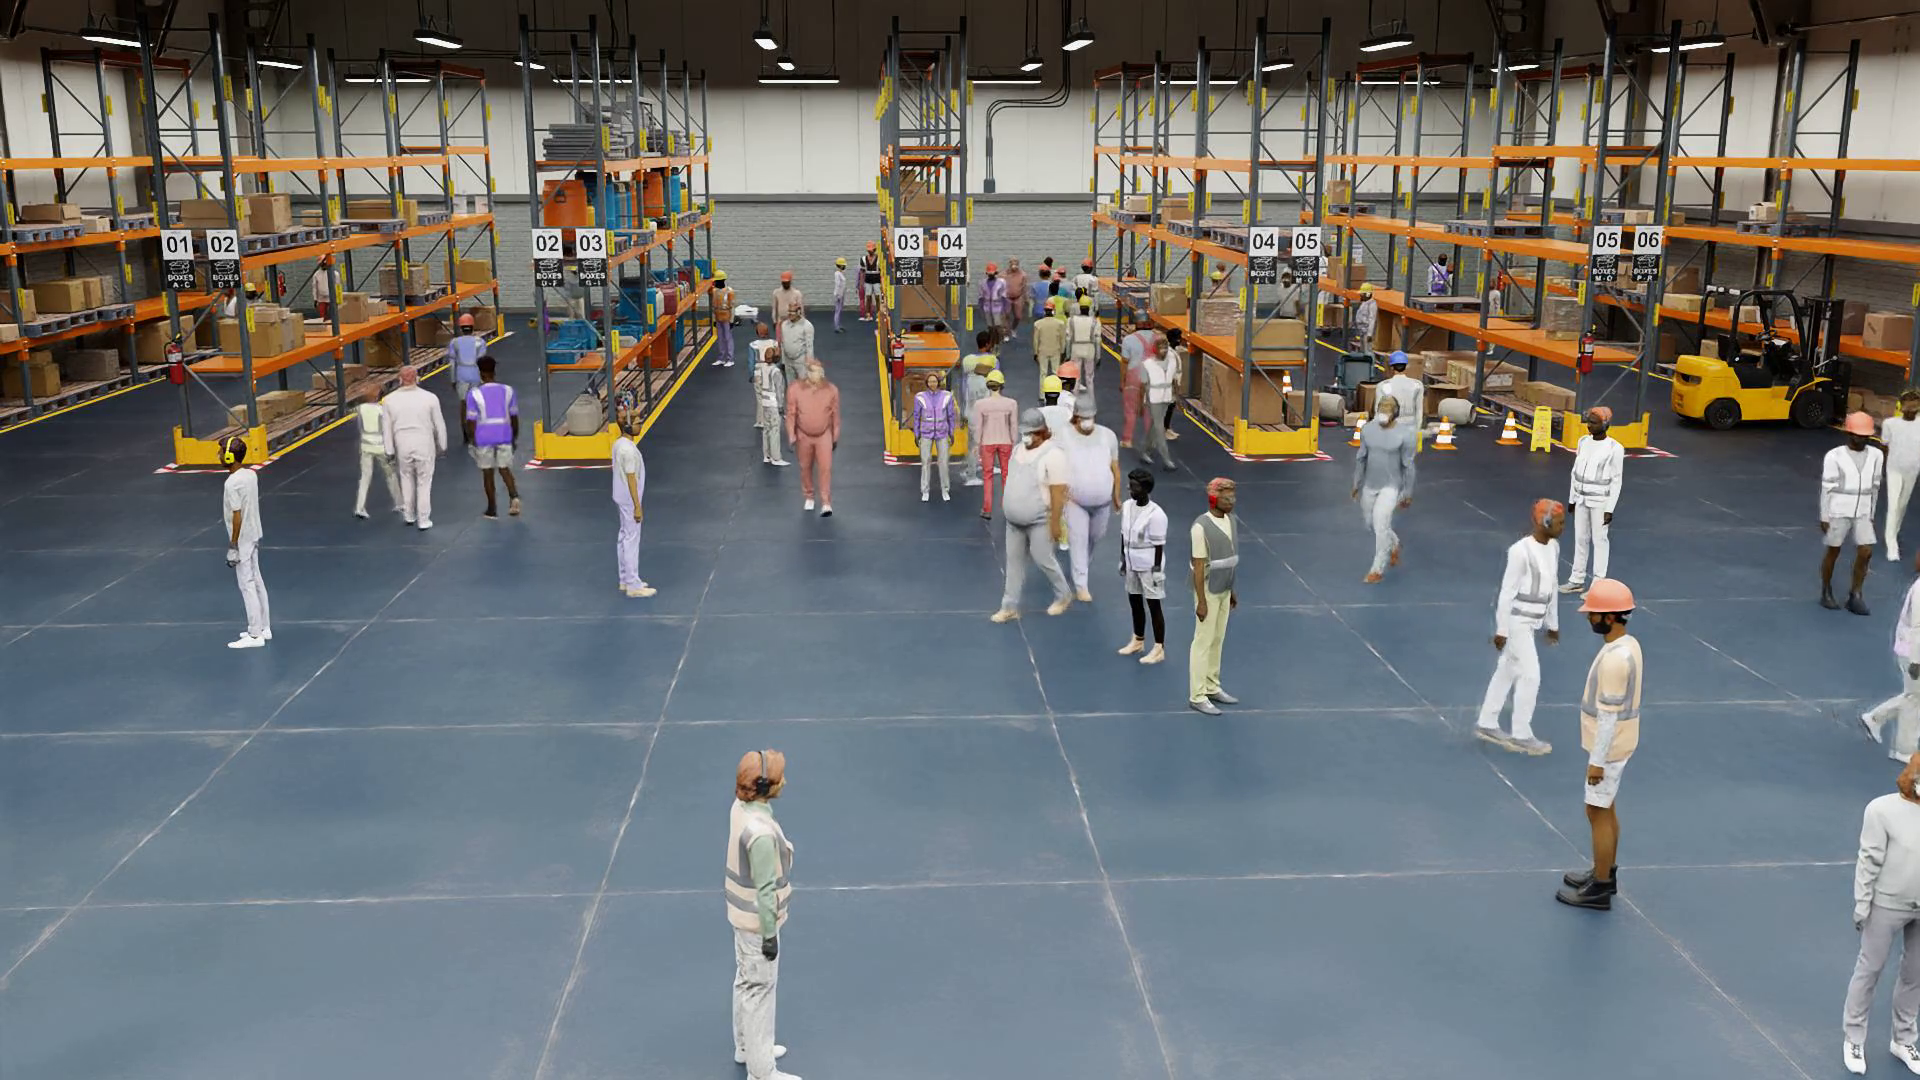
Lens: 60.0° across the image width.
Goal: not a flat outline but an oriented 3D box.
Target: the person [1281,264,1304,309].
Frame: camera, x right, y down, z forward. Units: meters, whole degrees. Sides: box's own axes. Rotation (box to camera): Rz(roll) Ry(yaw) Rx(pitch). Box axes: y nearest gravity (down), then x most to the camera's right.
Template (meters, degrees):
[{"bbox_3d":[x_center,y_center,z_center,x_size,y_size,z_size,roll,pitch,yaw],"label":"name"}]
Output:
[{"bbox_3d":[8.180,-6.171,41.094,0.528,1.712,0.905,13,18,43],"label":"person"}]

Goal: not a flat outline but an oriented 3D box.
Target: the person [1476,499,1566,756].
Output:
[{"bbox_3d":[4.133,0.620,12.058,0.699,1.842,0.607,11,17,38],"label":"person"}]

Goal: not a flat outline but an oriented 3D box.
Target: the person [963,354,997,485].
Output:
[{"bbox_3d":[0.263,-1.546,21.515,0.453,1.702,0.518,-6,15,-24],"label":"person"}]

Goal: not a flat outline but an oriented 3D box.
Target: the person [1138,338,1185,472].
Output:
[{"bbox_3d":[2.723,-1.861,22.679,0.591,1.796,0.968,-9,16,-34],"label":"person"}]

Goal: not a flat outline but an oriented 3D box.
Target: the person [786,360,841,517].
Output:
[{"bbox_3d":[-1.735,-1.200,19.752,0.659,1.843,1.013,-2,13,-7],"label":"person"}]

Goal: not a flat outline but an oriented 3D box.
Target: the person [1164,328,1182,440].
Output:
[{"bbox_3d":[3.158,-2.334,24.920,0.320,1.685,0.539,3,14,13],"label":"person"}]

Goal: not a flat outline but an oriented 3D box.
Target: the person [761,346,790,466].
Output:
[{"bbox_3d":[-2.577,-1.846,22.945,0.313,1.642,0.513,-8,15,-30],"label":"person"}]

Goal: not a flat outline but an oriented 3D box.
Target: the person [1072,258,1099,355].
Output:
[{"bbox_3d":[2.682,-4.938,35.182,0.615,2.040,0.391,9,16,33],"label":"person"}]

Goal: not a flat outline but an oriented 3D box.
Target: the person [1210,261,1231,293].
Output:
[{"bbox_3d":[6.282,-5.910,40.211,0.514,1.624,0.371,-3,14,-14],"label":"person"}]

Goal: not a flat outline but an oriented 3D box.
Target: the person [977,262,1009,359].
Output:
[{"bbox_3d":[0.670,-4.733,34.374,0.661,2.009,0.531,4,14,18],"label":"person"}]

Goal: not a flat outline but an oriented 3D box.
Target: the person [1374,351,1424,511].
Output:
[{"bbox_3d":[5.256,-1.303,20.009,0.602,1.938,0.403,-1,13,-6],"label":"person"}]

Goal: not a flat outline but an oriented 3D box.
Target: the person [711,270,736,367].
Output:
[{"bbox_3d":[-4.742,-4.432,33.293,0.589,1.924,0.384,11,17,39],"label":"person"}]

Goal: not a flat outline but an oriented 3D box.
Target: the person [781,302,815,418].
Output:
[{"bbox_3d":[-2.636,-2.880,26.787,0.641,1.899,0.394,9,16,33],"label":"person"}]

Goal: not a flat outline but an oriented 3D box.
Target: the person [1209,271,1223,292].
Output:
[{"bbox_3d":[5.376,-4.771,35.071,0.326,1.767,0.533,-2,13,-6],"label":"person"}]

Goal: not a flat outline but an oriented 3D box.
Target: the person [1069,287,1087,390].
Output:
[{"bbox_3d":[2.141,-3.641,30.080,0.317,1.867,0.525,-8,15,-30],"label":"person"}]

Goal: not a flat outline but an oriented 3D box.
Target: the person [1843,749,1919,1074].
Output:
[{"bbox_3d":[4.455,1.731,7.806,0.502,1.632,0.284,1,13,6],"label":"person"}]

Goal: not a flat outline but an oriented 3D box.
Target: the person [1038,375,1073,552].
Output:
[{"bbox_3d":[0.989,-0.814,17.960,0.587,1.927,0.363,-2,13,-10],"label":"person"}]

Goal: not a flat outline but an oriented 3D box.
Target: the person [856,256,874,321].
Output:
[{"bbox_3d":[-2.410,-6.390,42.210,0.504,1.632,0.270,-4,14,-18],"label":"person"}]

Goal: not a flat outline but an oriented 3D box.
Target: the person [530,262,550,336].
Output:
[{"bbox_3d":[-9.807,-5.632,38.749,0.345,1.746,0.573,-9,16,-35],"label":"person"}]

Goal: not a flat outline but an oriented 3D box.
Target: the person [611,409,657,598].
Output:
[{"bbox_3d":[-3.205,-0.362,16.220,0.345,1.847,0.504,-6,15,-24],"label":"person"}]

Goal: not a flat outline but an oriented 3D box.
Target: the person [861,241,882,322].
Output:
[{"bbox_3d":[-2.188,-6.477,41.732,0.621,2.033,0.417,2,13,9],"label":"person"}]

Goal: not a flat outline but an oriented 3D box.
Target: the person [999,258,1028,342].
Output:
[{"bbox_3d":[1.172,-5.445,37.668,0.722,1.882,0.494,-3,14,-11],"label":"person"}]

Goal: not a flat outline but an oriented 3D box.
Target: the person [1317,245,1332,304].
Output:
[{"bbox_3d":[9.354,-6.594,42.538,0.355,1.885,0.574,12,18,41],"label":"person"}]

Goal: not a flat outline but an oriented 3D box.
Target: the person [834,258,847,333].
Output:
[{"bbox_3d":[-2.821,-5.801,39.434,0.326,1.765,0.533,1,13,5],"label":"person"}]

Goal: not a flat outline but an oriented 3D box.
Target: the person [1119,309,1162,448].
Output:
[{"bbox_3d":[2.631,-2.367,24.293,0.686,2.000,0.535,-5,14,-19],"label":"person"}]

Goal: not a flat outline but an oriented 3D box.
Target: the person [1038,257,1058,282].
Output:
[{"bbox_3d":[2.071,-5.678,38.799,0.518,1.817,0.963,0,13,0],"label":"person"}]

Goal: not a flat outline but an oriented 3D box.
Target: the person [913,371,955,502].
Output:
[{"bbox_3d":[-0.321,-1.286,20.596,0.519,1.633,0.311,-1,13,-4],"label":"person"}]

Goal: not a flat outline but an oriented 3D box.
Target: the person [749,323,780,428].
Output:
[{"bbox_3d":[-3.053,-2.566,25.992,0.513,1.642,0.311,-7,15,-26],"label":"person"}]

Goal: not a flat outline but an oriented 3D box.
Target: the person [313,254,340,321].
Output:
[{"bbox_3d":[-14.105,-5.359,37.063,0.611,1.996,0.378,-1,13,-4],"label":"person"}]

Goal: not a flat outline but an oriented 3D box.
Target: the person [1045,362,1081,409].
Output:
[{"bbox_3d":[1.211,-1.081,19.102,0.389,1.929,0.544,-11,17,-38],"label":"person"}]

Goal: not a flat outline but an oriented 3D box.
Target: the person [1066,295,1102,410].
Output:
[{"bbox_3d":[2.052,-3.092,27.618,0.594,1.923,0.385,2,13,10],"label":"person"}]
